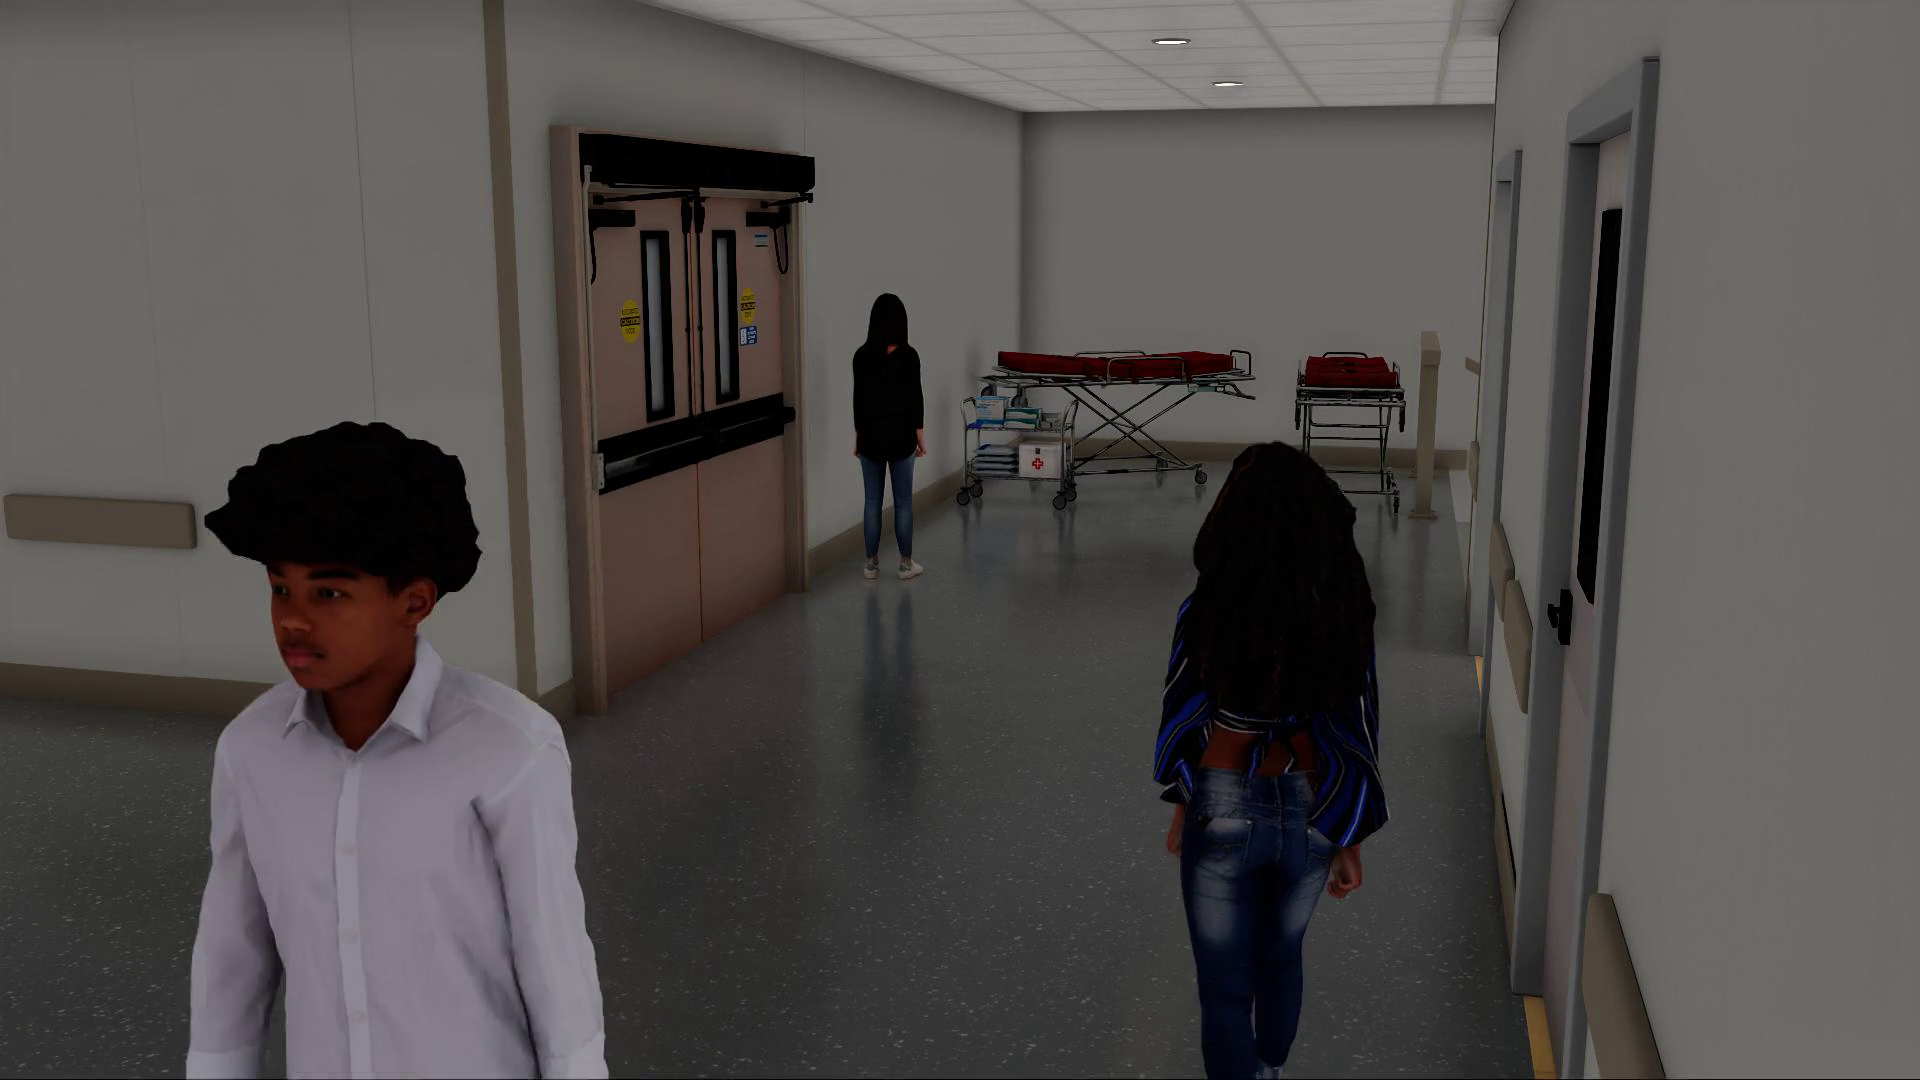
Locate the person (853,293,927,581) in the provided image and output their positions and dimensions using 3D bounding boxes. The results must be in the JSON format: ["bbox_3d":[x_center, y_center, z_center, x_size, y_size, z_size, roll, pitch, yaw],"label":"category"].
[{"bbox_3d":[-0.422,-0.600,9.619,0.596,1.646,0.544,2,11,8],"label":"person"}]

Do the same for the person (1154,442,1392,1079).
[{"bbox_3d":[0.596,0.623,3.310,0.743,1.595,1.063,1,11,4],"label":"person"}]

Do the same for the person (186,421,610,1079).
[{"bbox_3d":[-0.673,0.734,2.210,0.657,1.788,0.838,3,11,15],"label":"person"}]
